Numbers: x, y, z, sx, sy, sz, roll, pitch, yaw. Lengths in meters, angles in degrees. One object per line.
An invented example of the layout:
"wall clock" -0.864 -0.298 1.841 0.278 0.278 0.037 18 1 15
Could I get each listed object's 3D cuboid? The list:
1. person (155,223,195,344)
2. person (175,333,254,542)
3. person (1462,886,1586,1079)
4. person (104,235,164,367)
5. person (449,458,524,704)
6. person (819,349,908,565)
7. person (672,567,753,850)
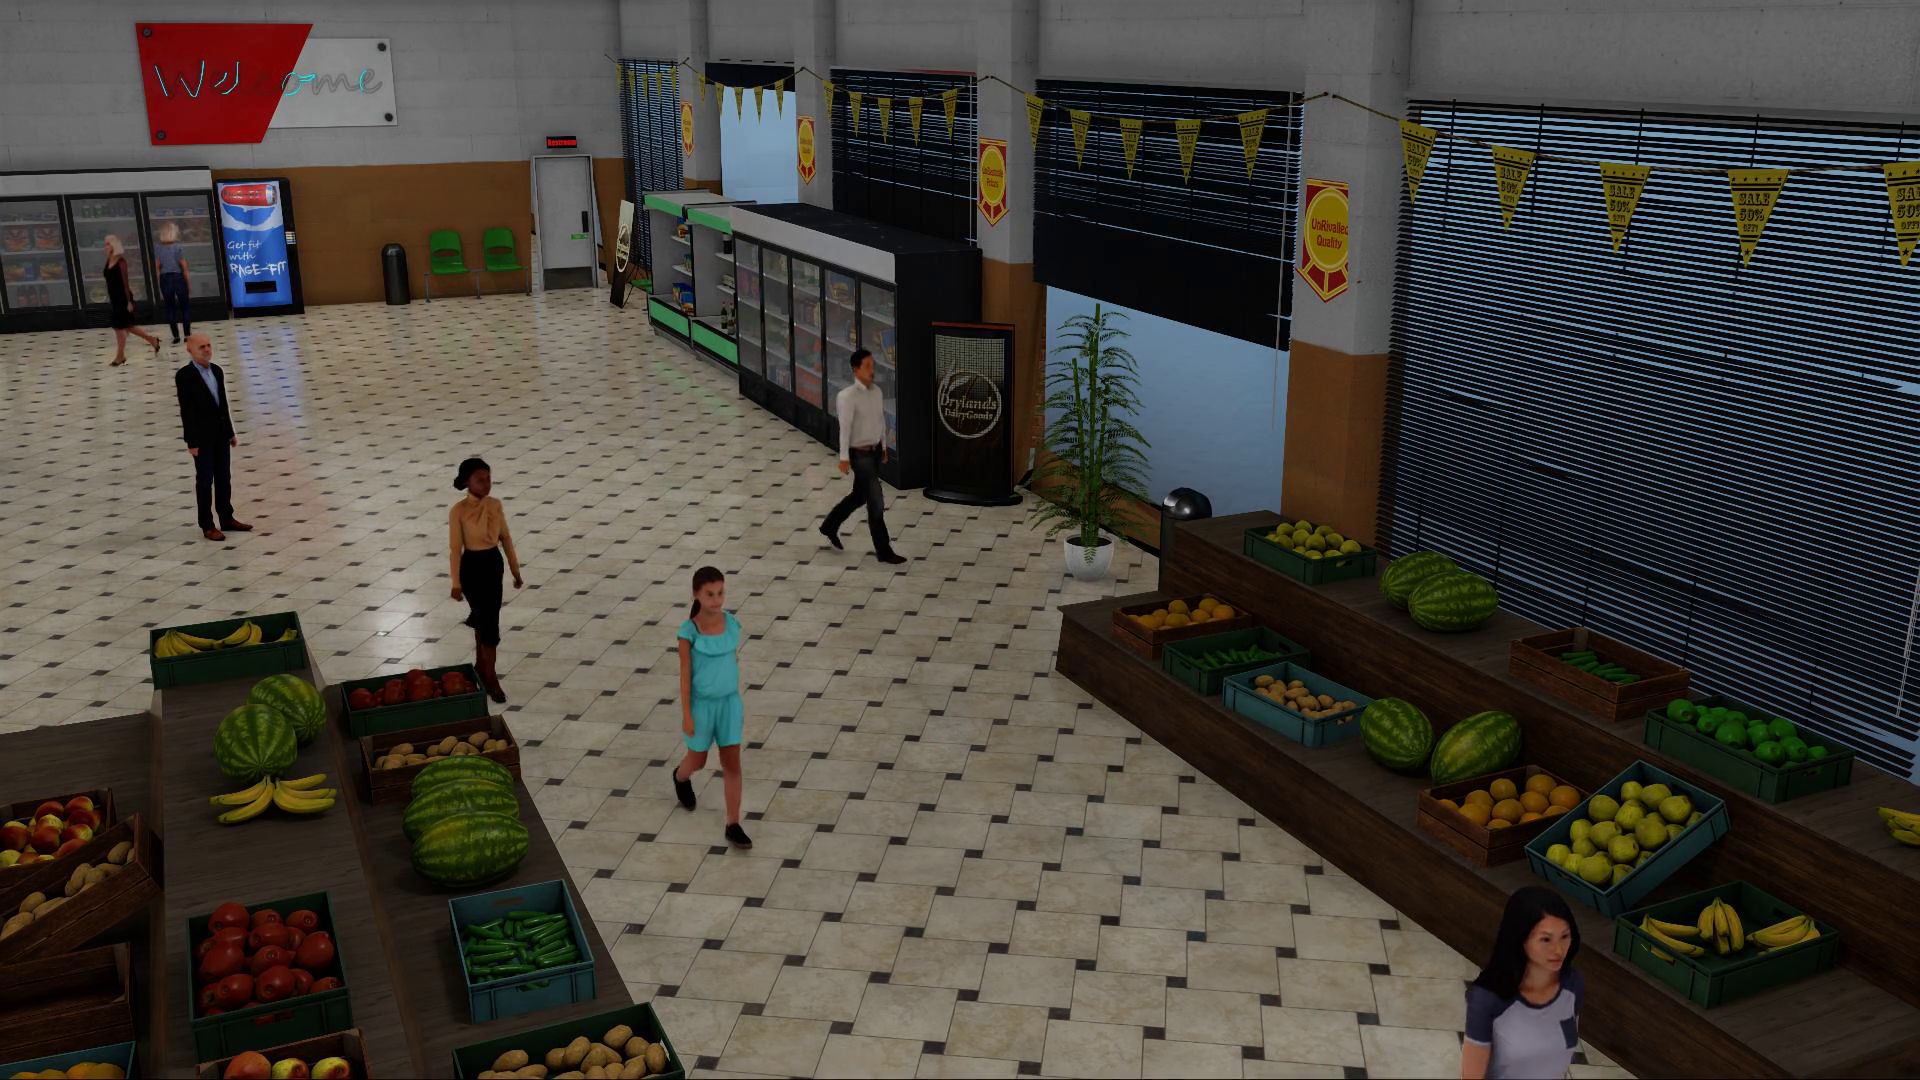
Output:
"person" -11.272 -3.681 23.843 0.679 1.712 0.643 -4 17 -13
"person" -6.599 -0.925 14.613 0.815 1.800 0.756 6 18 19
"person" 1.805 1.892 5.557 0.692 1.673 1.015 -5 18 -16
"person" -11.122 -3.195 22.219 1.022 1.726 0.914 14 22 39
"person" -3.210 0.255 11.000 0.798 1.642 0.740 11 20 32
"person" -0.873 -0.696 13.899 1.260 1.777 1.071 10 20 31
"person" -1.399 0.885 9.105 0.630 1.538 1.039 -11 20 -31
